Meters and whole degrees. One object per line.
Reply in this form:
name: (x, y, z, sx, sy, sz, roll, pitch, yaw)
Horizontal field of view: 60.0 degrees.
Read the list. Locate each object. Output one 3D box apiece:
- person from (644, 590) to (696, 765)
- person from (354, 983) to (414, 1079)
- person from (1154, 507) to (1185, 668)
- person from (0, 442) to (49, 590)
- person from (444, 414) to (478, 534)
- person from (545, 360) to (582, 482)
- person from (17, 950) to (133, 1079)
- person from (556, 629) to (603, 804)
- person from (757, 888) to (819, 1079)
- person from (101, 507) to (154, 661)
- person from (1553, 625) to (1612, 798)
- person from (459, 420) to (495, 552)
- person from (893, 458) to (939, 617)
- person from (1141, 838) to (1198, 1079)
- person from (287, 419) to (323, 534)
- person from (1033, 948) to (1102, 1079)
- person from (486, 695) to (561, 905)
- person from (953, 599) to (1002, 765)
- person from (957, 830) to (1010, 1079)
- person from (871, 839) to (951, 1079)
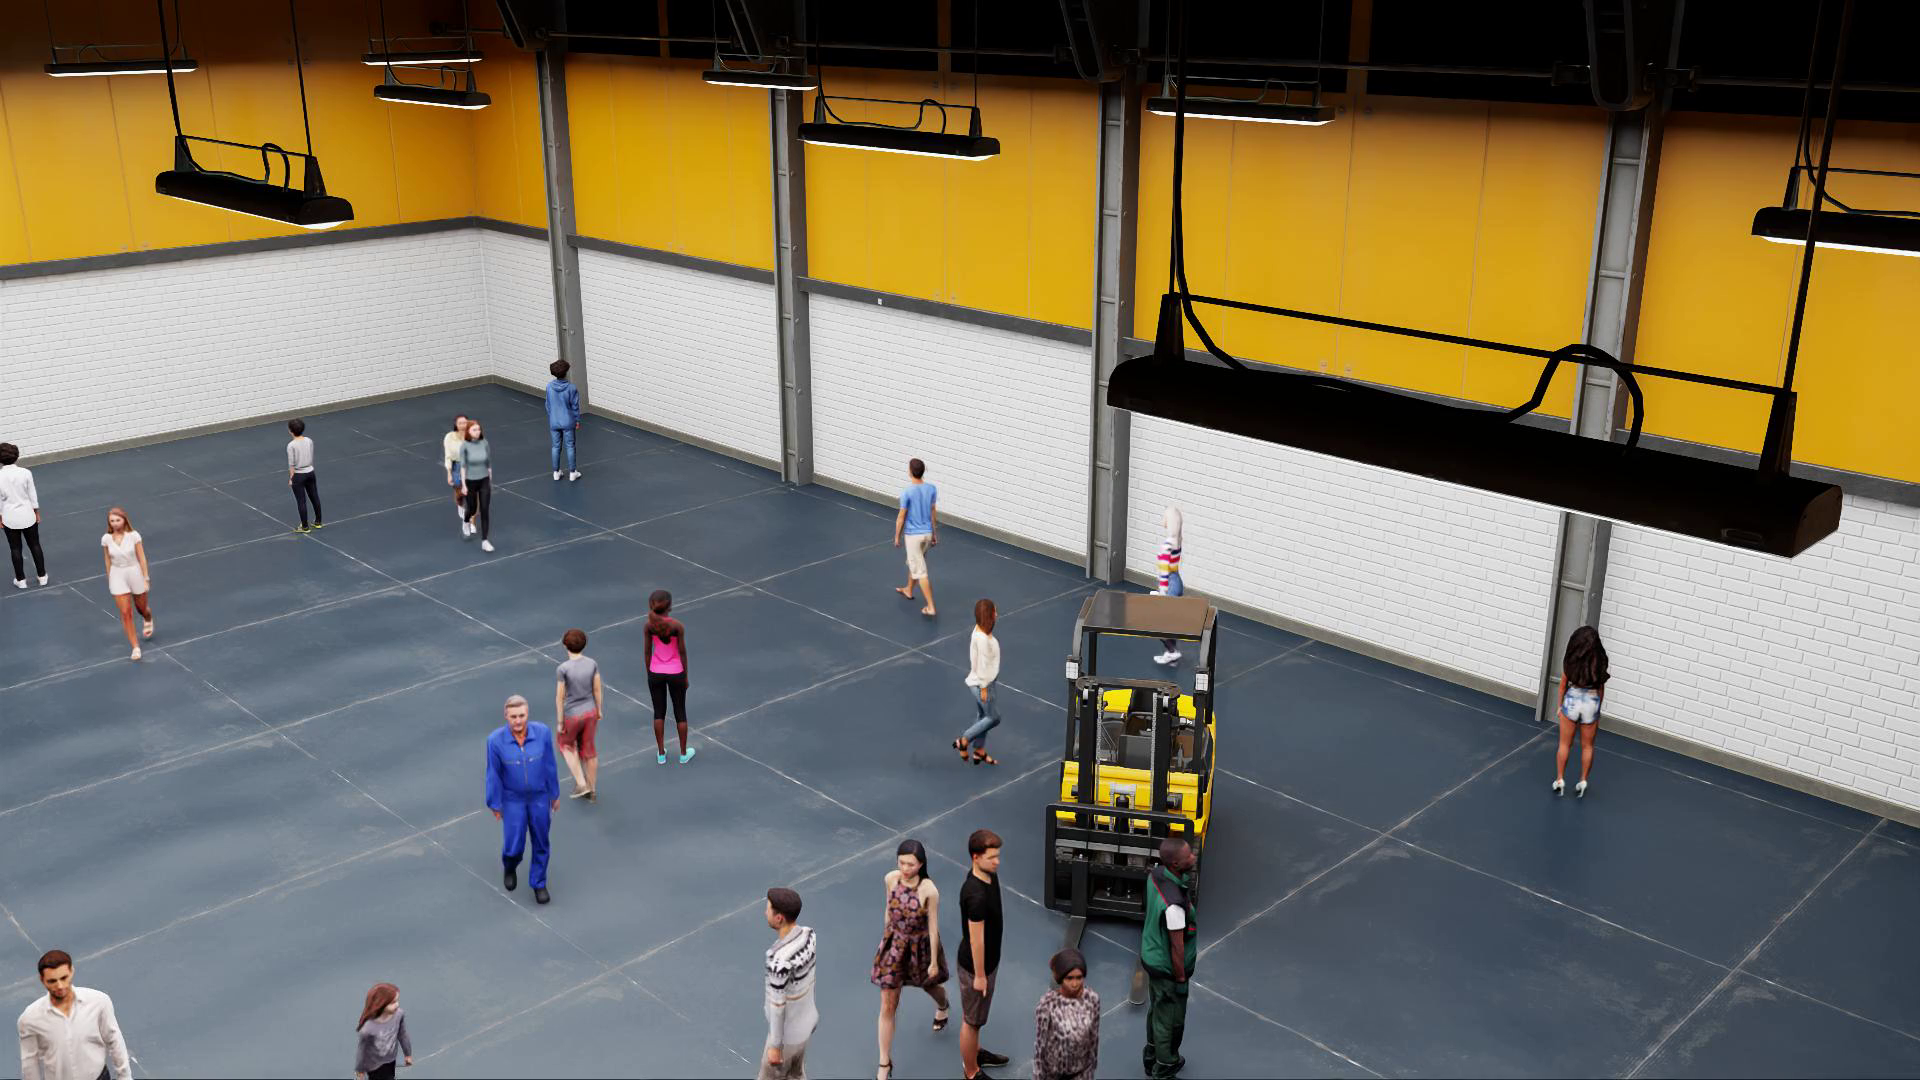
person: (-2.768, 1.287, 15.701, 0.649, 1.725, 0.717, 2, 19, 5)
person: (-3.763, 3.314, 10.691, 0.717, 1.080, 0.578, 13, 23, 34)
person: (2.311, 0.531, 17.831, 0.734, 1.798, 0.741, 9, 21, 26)
person: (-11.498, -0.308, 20.312, 0.664, 1.805, 0.614, -12, 22, -32)
person: (-6.714, -0.922, 22.445, 0.943, 1.606, 1.154, -6, 19, -16)
person: (-5.896, -1.780, 24.673, 0.711, 1.810, 0.812, 3, 19, 8)
person: (-5.218, 3.216, 9.811, 0.753, 1.827, 1.207, -15, 24, -38)
person: (-3.374, 1.614, 14.866, 0.657, 1.637, 0.691, -13, 22, -33)
person: (-0.984, 3.035, 10.338, 0.951, 1.835, 0.883, 6, 19, 16)
person: (-9.139, 0.434, 18.313, 0.878, 1.674, 1.092, -6, 19, -16)
person: (5.622, 1.555, 15.068, 0.646, 1.621, 0.725, 4, 19, 13)
person: (-6.327, -0.727, 21.676, 0.654, 1.728, 1.004, -14, 23, -37)
person: (-0.442, 0.003, 19.369, 0.778, 1.816, 1.251, -12, 22, -33)
person: (1.384, 2.801, 11.024, 0.846, 1.840, 0.754, -3, 19, -8)
person: (-8.847, -0.880, 22.402, 0.567, 1.554, 0.595, 10, 21, 27)
person: (0.607, 3.210, 10.041, 0.963, 1.693, 1.109, -3, 19, -10)
person: (-3.504, 2.038, 13.339, 0.838, 1.809, 0.856, -9, 21, -26)
person: (0.131, 1.352, 15.588, 0.859, 1.673, 0.799, 1, 19, 2)
person: (0.125, 2.769, 11.085, 0.795, 1.861, 0.764, 3, 19, 7)
person: (-0.270, 2.782, 11.261, 1.182, 1.725, 0.940, 9, 21, 25)
